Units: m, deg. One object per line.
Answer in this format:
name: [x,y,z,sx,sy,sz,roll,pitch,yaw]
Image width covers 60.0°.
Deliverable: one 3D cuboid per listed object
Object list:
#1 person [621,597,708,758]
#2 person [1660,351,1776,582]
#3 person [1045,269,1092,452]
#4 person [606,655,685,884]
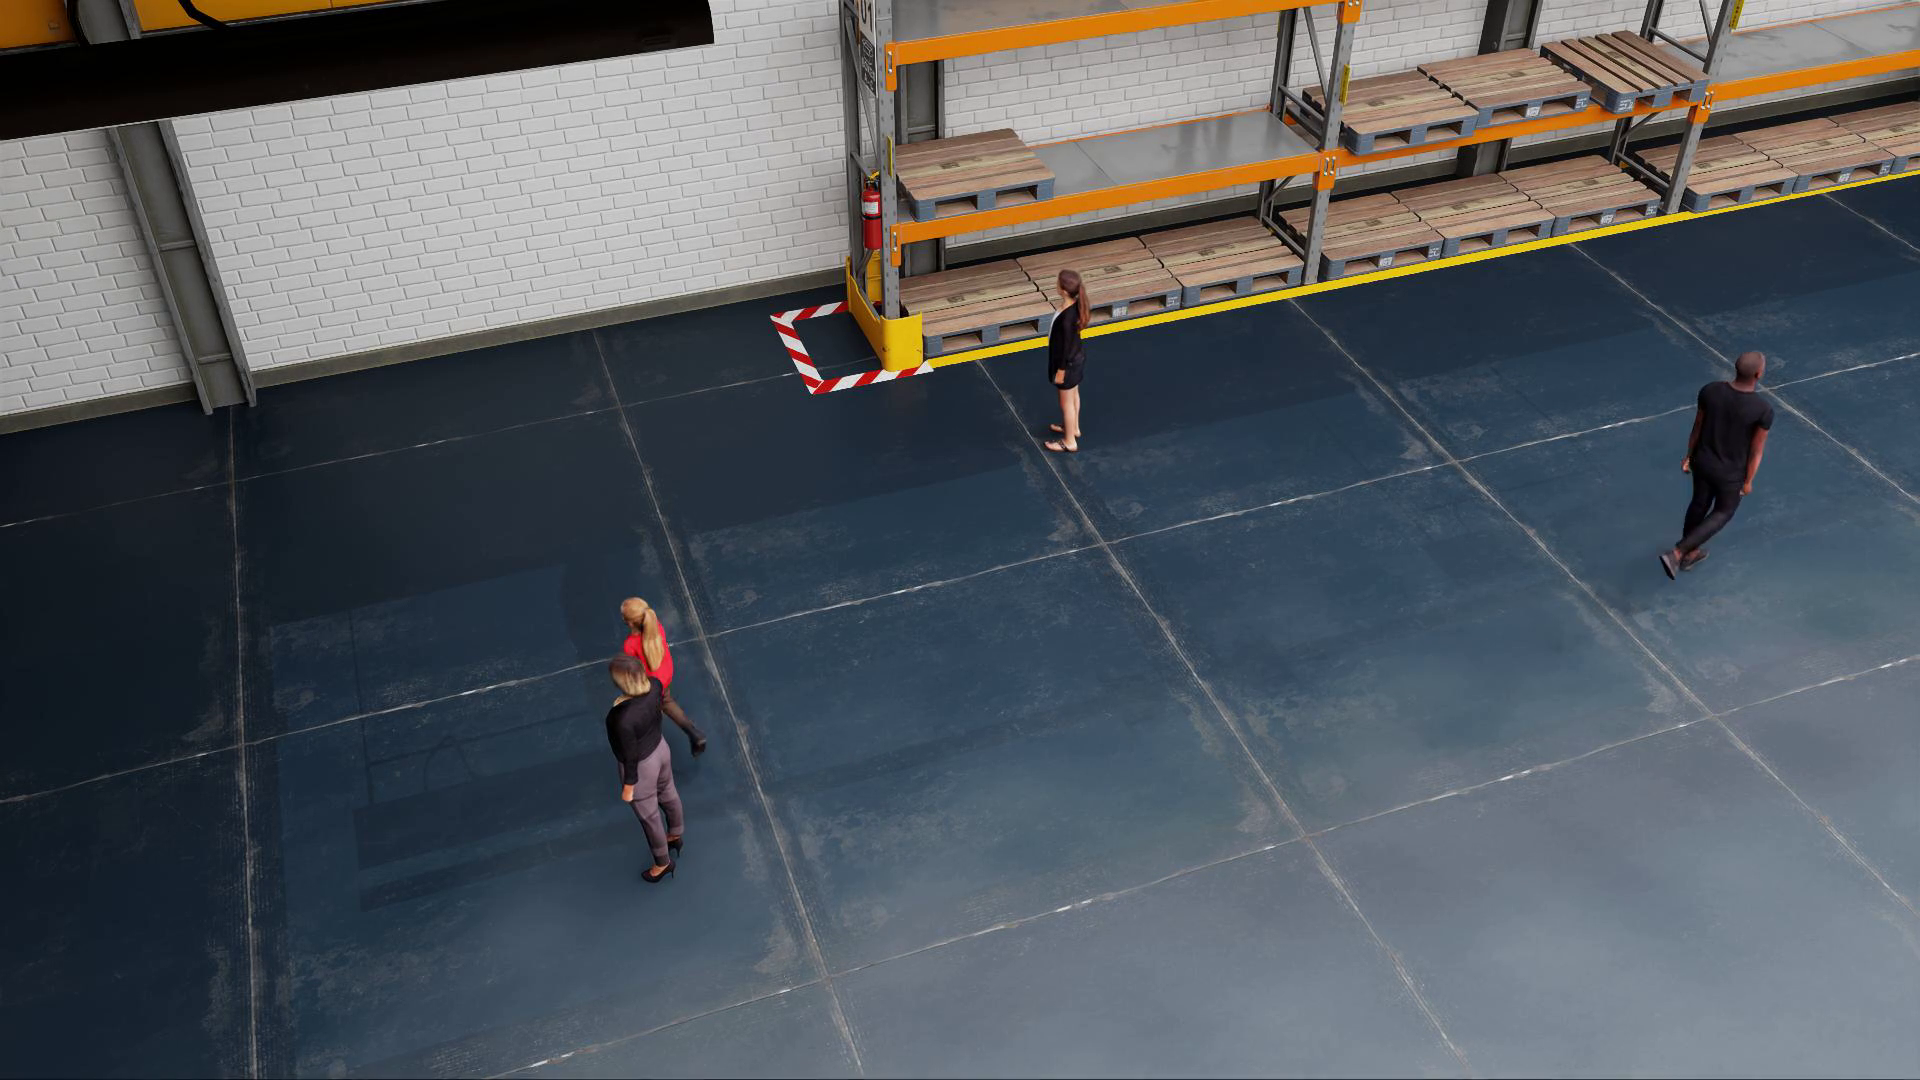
person: [-1.837,0.877,10.130,0.826,1.266,0.804,21,43,24]
person: [5.140,-0.457,11.365,1.004,1.808,0.835,-25,45,-28]
person: [0.835,-1.388,12.735,0.681,1.554,0.635,11,40,13]
person: [-1.745,1.274,9.312,0.711,1.667,0.680,10,40,13]
